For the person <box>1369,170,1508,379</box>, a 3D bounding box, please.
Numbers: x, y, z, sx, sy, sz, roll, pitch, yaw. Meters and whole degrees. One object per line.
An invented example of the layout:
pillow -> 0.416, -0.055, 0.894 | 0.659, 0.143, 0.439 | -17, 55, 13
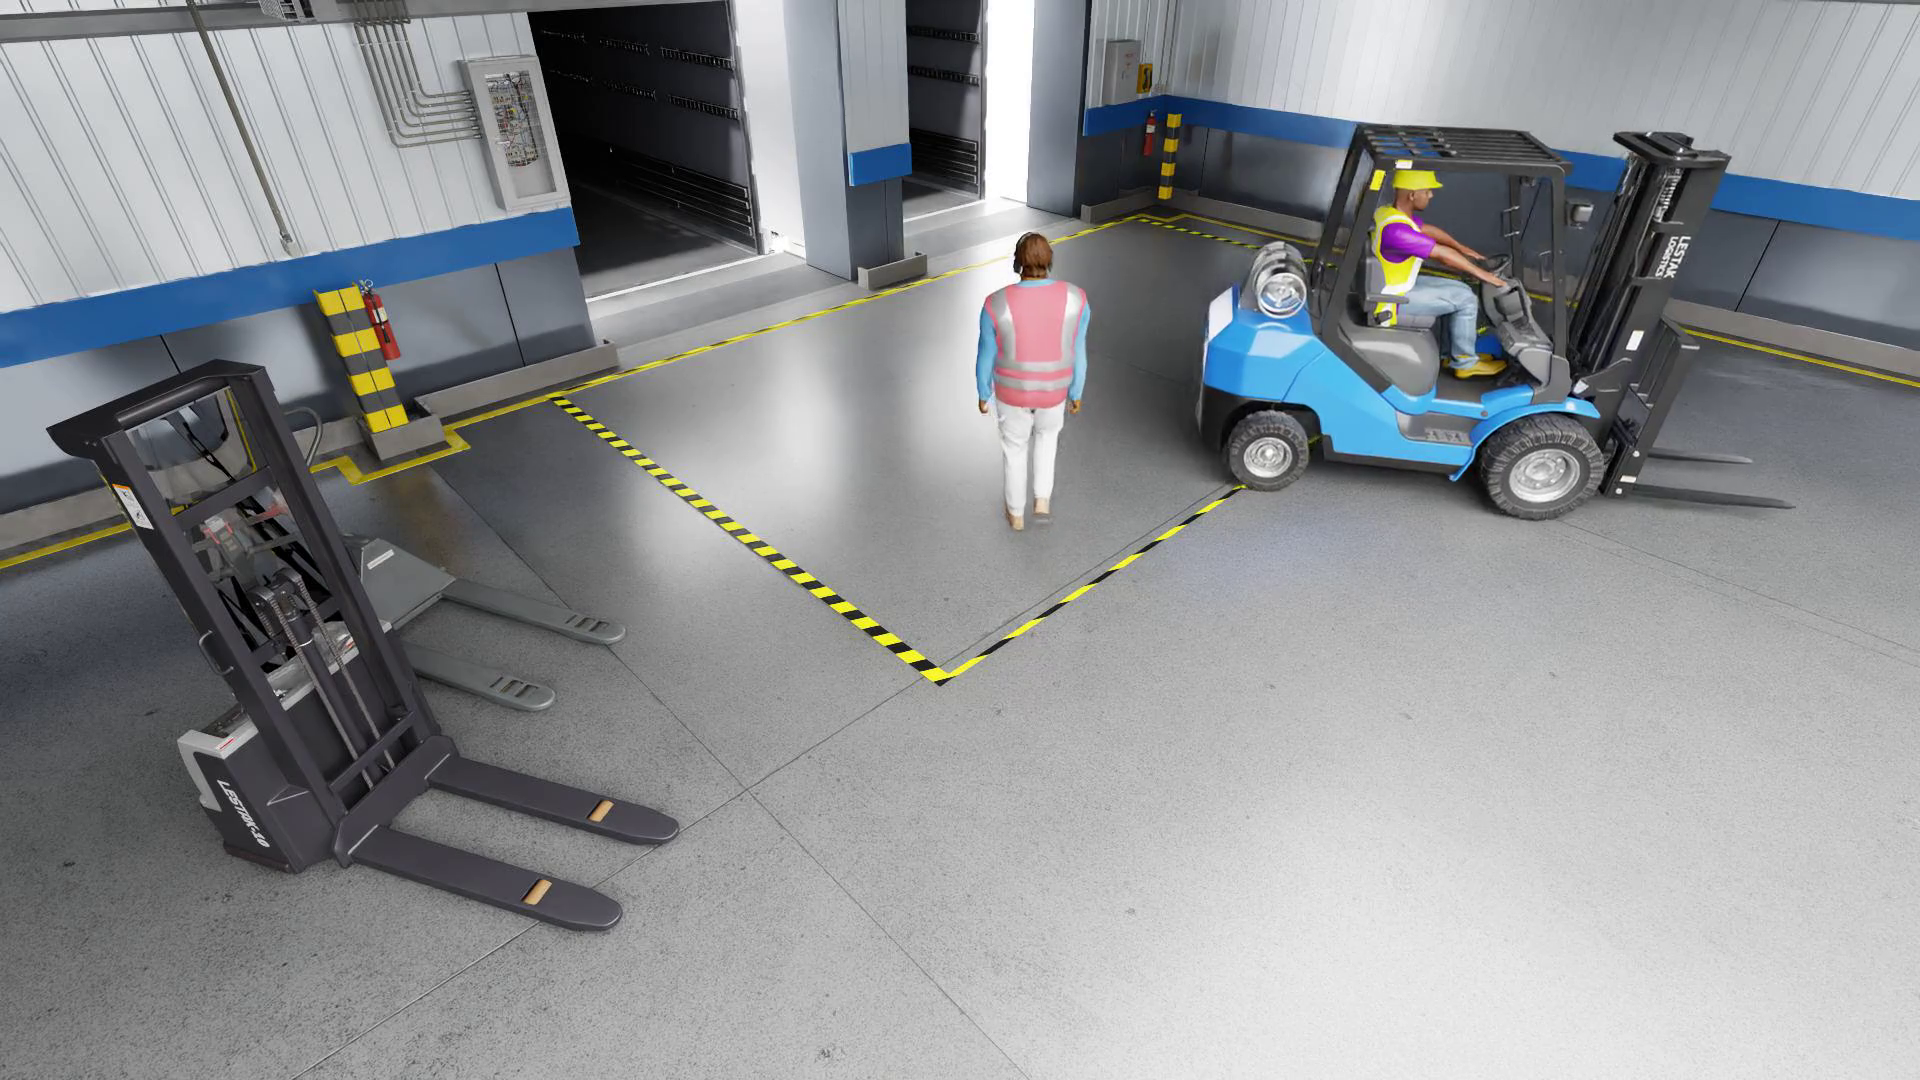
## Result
person -> 3.078, -1.681, 5.797 | 1.004, 1.293, 0.635 | 8, 35, 11

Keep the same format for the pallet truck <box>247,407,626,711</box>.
pallet truck -> -2.628, 0.038, 4.590 | 1.601, 1.201, 0.680 | 12, 36, 18

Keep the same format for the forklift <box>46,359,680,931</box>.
forklift -> -2.135, 0.422, 3.354 | 1.885, 1.965, 0.823 | 10, 35, 14

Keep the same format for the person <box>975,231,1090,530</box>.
person -> 0.409, -0.879, 5.411 | 0.640, 1.827, 0.453 | -2, 34, -4

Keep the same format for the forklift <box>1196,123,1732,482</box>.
forklift -> 3.022, -1.538, 5.920 | 2.680, 2.036, 1.157 | 8, 35, 11
